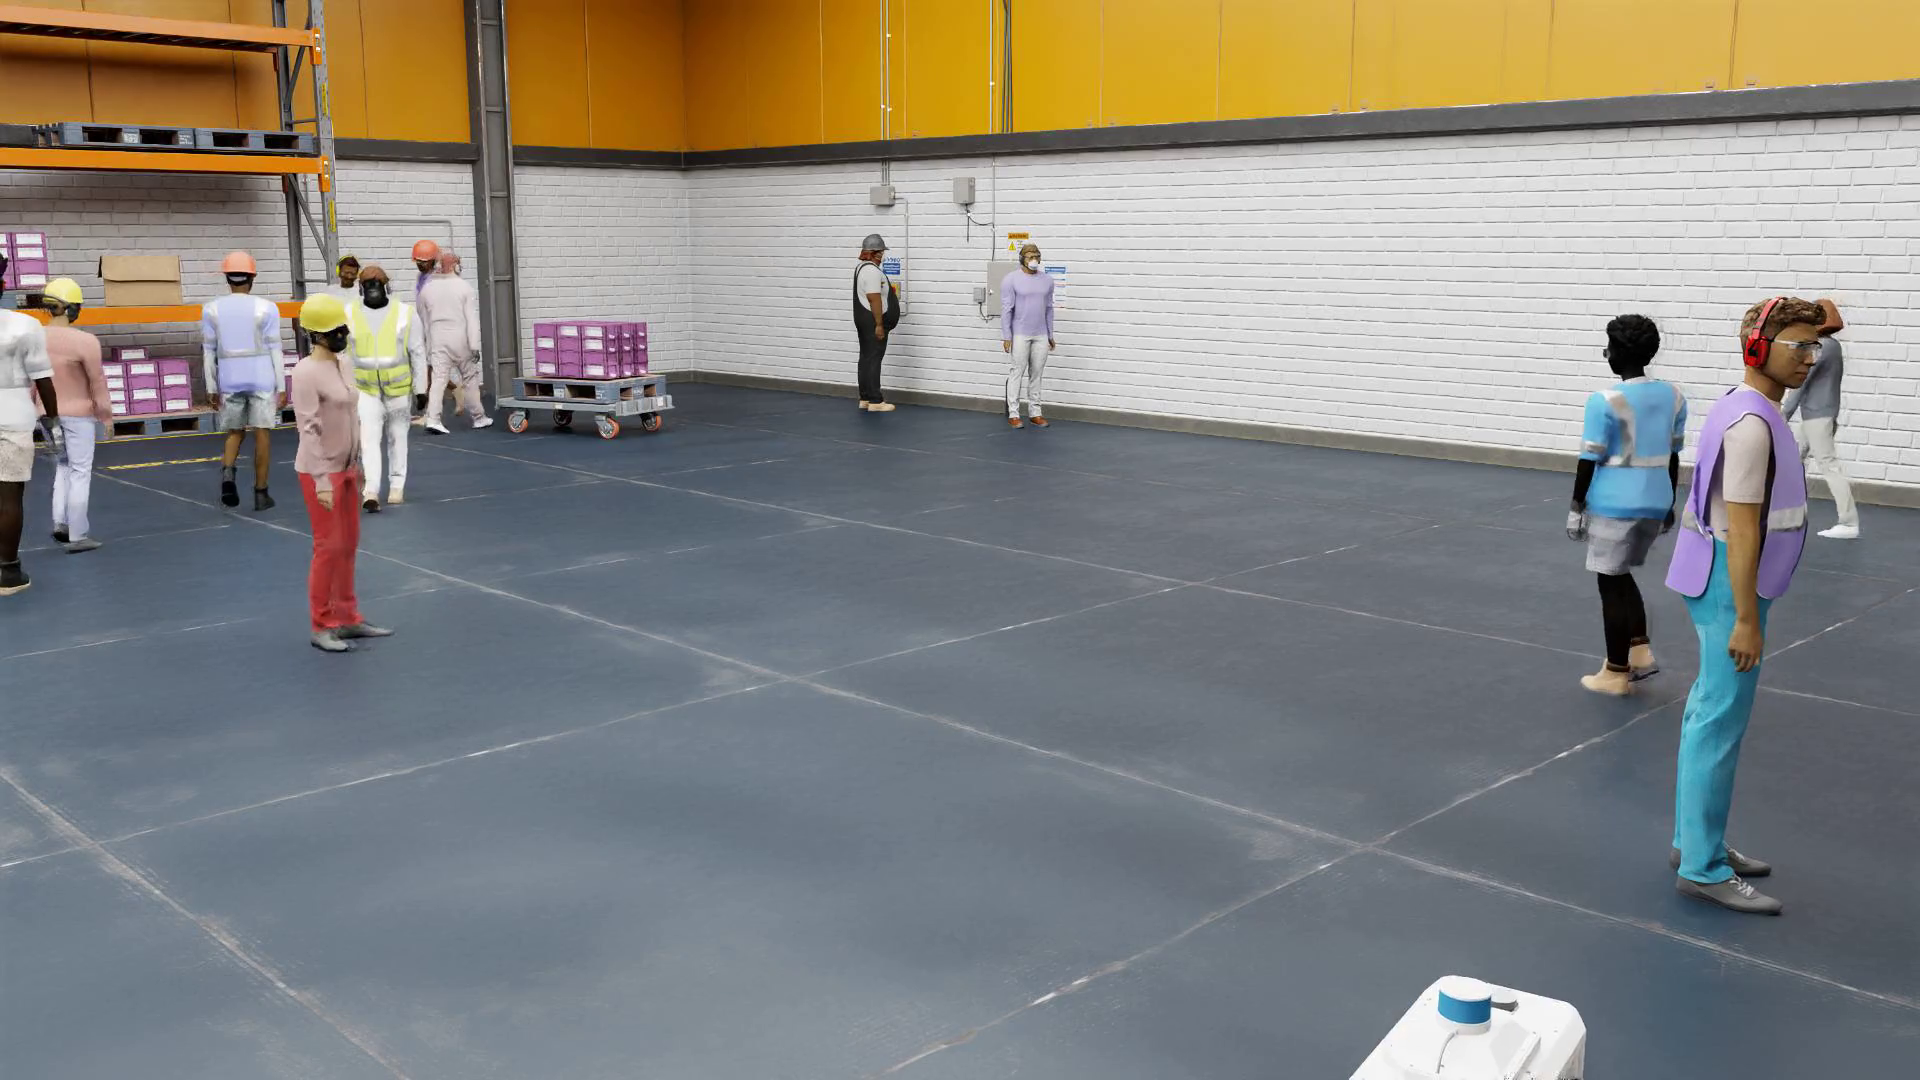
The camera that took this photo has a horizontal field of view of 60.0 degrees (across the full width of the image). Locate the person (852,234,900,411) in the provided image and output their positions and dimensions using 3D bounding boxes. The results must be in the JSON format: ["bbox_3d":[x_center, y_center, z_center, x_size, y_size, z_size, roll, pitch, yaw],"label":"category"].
[{"bbox_3d":[-0.964,-2.524,19.305,0.536,2.000,0.672,-3,11,-18],"label":"person"}]

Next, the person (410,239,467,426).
[{"bbox_3d":[-5.538,-2.202,17.725,0.660,1.992,0.653,-9,14,-41],"label":"person"}]

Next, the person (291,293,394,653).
[{"bbox_3d":[-3.061,-0.322,8.146,0.350,1.738,0.562,1,10,3],"label":"person"}]

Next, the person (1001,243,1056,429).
[{"bbox_3d":[0.725,-2.145,17.520,0.638,1.938,0.356,-6,12,-28],"label":"person"}]

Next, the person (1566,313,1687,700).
[{"bbox_3d":[2.886,-0.140,7.257,0.555,1.682,0.374,-5,12,-26],"label":"person"}]

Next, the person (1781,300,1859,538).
[{"bbox_3d":[5.743,-0.823,11.262,0.845,1.587,0.517,9,14,40],"label":"person"}]

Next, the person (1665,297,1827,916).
[{"bbox_3d":[2.365,0.185,5.078,0.396,1.841,0.565,5,11,24],"label":"person"}]

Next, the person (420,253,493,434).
[{"bbox_3d":[-5.225,-2.018,17.108,0.649,1.852,1.034,2,11,11],"label":"person"}]

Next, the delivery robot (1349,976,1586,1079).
[{"bbox_3d":[0.987,1.110,3.290,0.477,0.478,0.707,7,12,33],"label":"delivery robot"}]

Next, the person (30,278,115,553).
[{"bbox_3d":[-5.692,-0.792,10.647,0.555,1.749,0.425,1,10,5],"label":"person"}]

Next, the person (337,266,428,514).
[{"bbox_3d":[-4.260,-1.109,12.262,0.654,1.789,0.945,-3,11,-15],"label":"person"}]

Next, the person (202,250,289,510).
[{"bbox_3d":[-5.225,-1.147,12.152,0.548,1.917,0.552,-1,10,-5],"label":"person"}]

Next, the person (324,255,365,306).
[{"bbox_3d":[-6.125,-1.899,16.514,0.587,1.817,0.907,0,10,1],"label":"person"}]

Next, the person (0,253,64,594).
[{"bbox_3d":[-5.472,-0.681,9.501,0.643,1.945,0.613,-1,10,-8],"label":"person"}]
